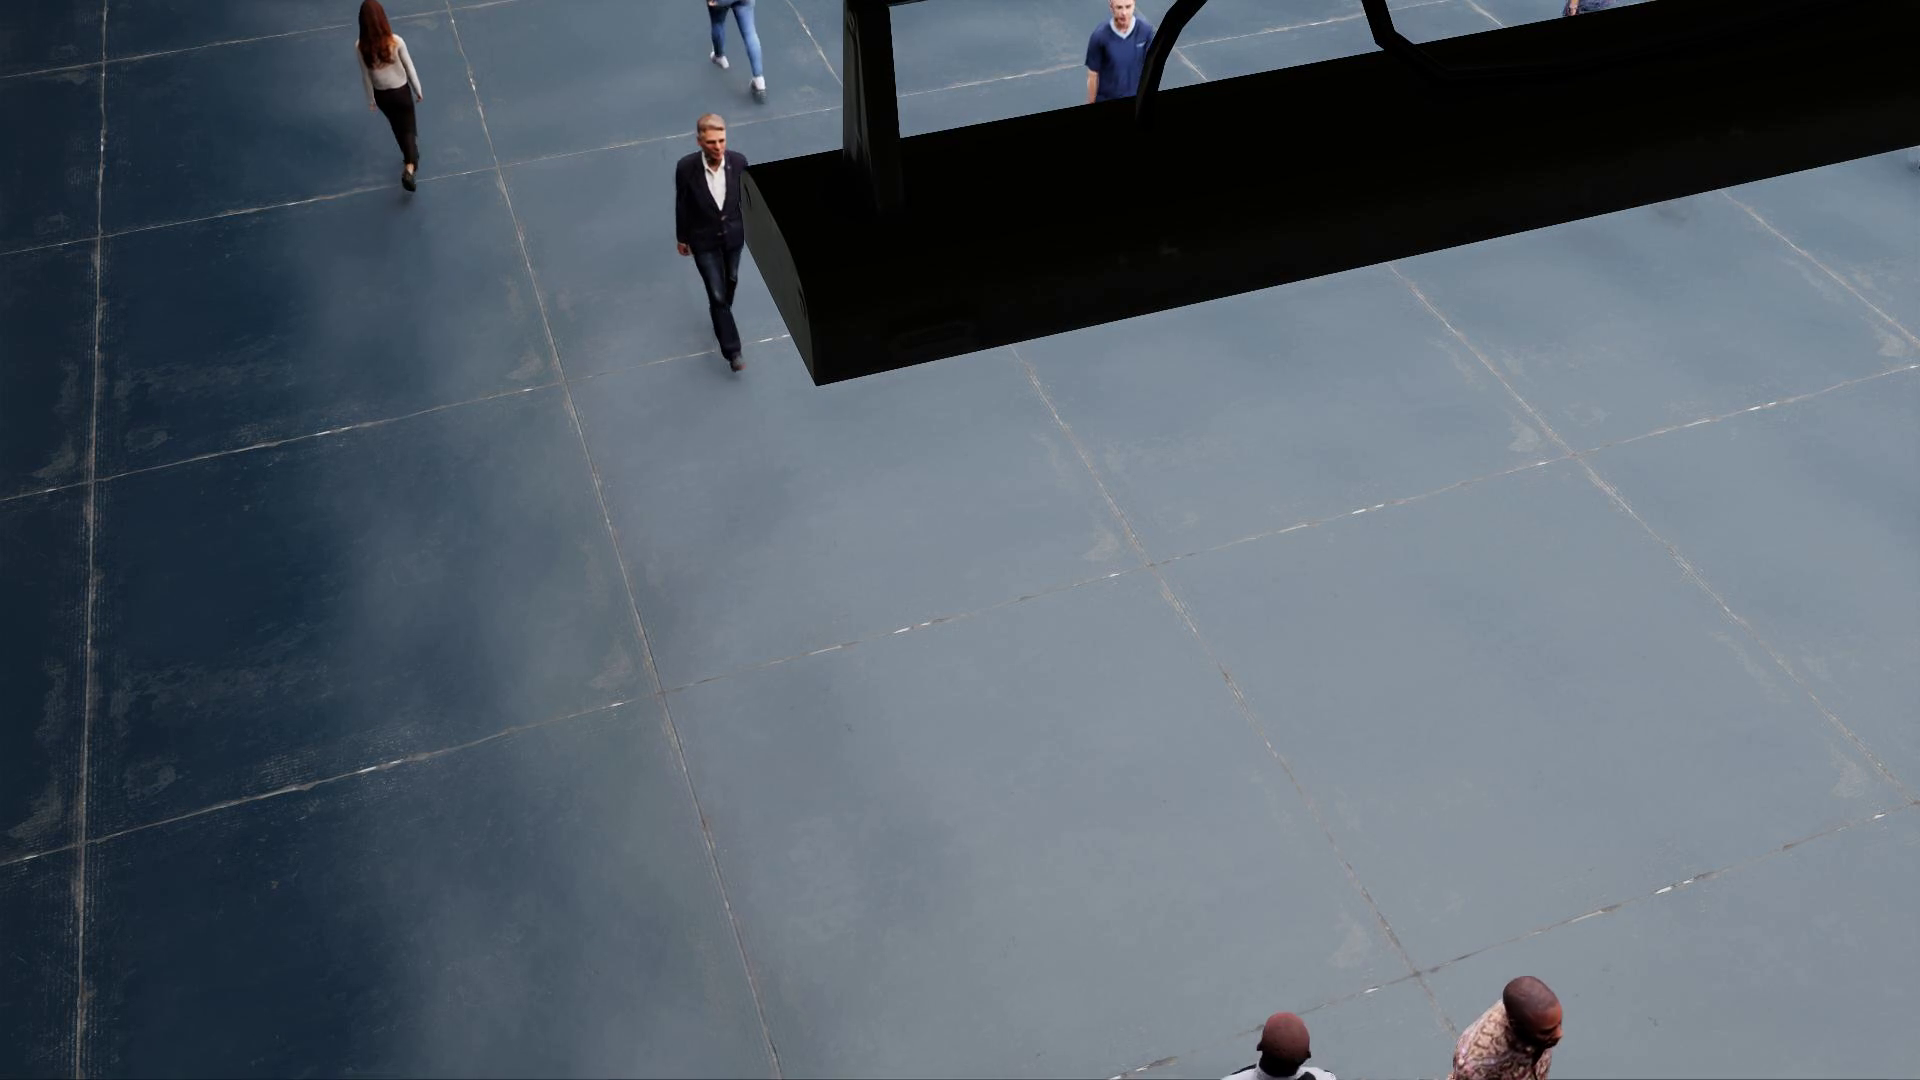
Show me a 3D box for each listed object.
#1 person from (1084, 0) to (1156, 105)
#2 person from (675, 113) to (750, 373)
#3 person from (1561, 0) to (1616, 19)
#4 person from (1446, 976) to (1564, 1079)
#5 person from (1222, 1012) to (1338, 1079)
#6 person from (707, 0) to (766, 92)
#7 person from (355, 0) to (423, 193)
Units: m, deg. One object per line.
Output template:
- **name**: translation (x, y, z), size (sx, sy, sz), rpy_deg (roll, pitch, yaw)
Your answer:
- **person**: translation (1.148, -3.249, 12.274), size (0.751, 1.853, 0.780), rpy_deg (-5, 43, -5)
- **person**: translation (-1.628, -2.073, 11.075), size (0.704, 1.770, 1.151), rpy_deg (-14, 45, -14)
- **person**: translation (5.160, -4.308, 13.418), size (0.757, 1.838, 1.161), rpy_deg (-7, 44, -8)
- **person**: translation (1.962, 2.191, 6.494), size (0.858, 1.789, 0.978), rpy_deg (-29, 50, -28)
- **person**: translation (1.117, 2.442, 6.216), size (0.924, 1.802, 1.181), rpy_deg (-1, 43, -1)
- **person**: translation (-1.862, -4.493, 13.800), size (0.701, 1.589, 1.148), rpy_deg (-19, 46, -19)
- **person**: translation (-4.327, -3.365, 12.682), size (0.670, 1.465, 0.991), rpy_deg (-6, 43, -7)
